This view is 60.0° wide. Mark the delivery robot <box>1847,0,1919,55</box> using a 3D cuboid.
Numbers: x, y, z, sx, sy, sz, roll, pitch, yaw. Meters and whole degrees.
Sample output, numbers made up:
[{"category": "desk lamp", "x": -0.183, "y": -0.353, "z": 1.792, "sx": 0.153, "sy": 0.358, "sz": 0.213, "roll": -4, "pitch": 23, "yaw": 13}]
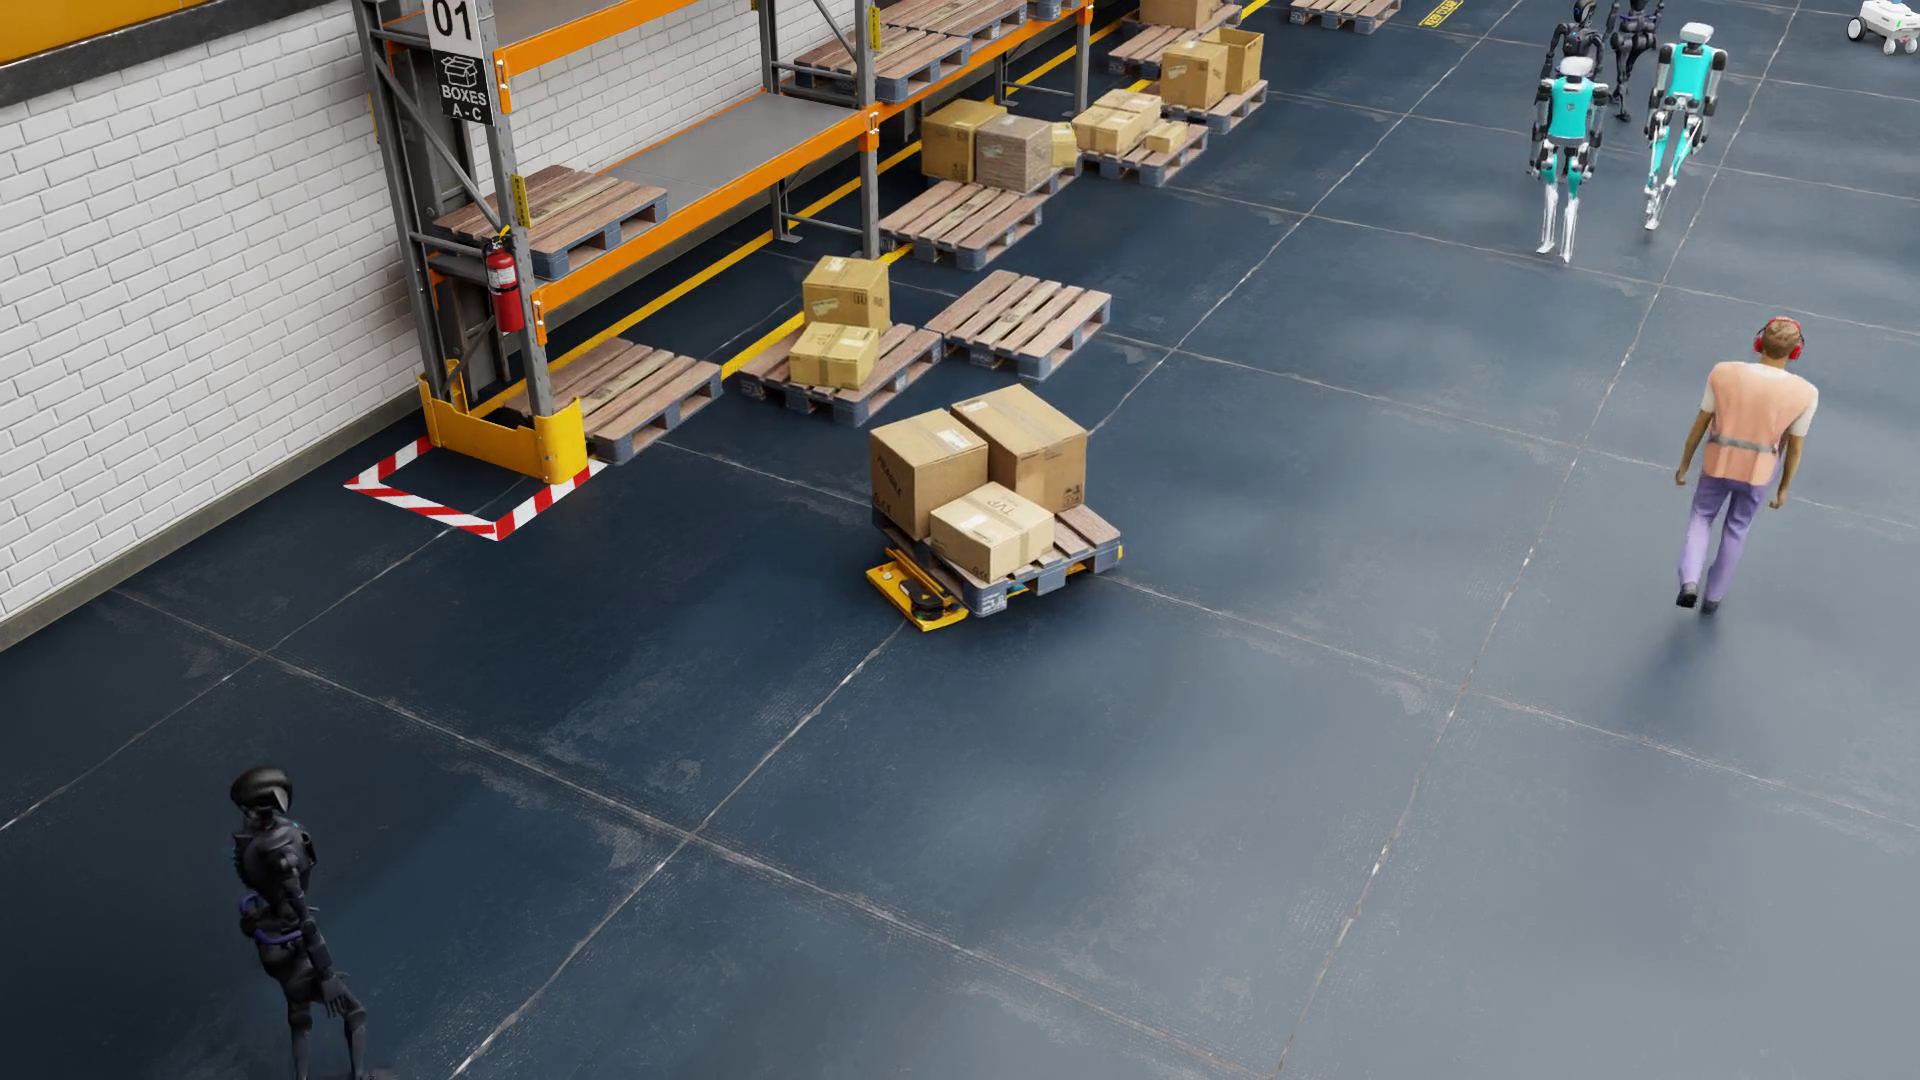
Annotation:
[{"category": "delivery robot", "x": 10.429, "y": -5.806, "z": 18.691, "sx": 0.499, "sy": 0.614, "sz": 0.808, "roll": -5, "pitch": 34, "yaw": -8}]

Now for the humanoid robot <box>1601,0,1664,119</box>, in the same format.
[{"category": "humanoid robot", "x": 6.712, "y": -5.084, "z": 16.613, "sx": 0.598, "sy": 1.628, "sz": 0.786, "roll": -4, "pitch": 34, "yaw": -6}]

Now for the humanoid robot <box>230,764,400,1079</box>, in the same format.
[{"category": "humanoid robot", "x": -2.598, "y": 1.561, "z": 6.517, "sx": 0.510, "sy": 1.646, "sz": 0.602, "roll": -24, "pitch": 40, "yaw": -32}]

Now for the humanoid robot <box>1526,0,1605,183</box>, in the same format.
[{"category": "humanoid robot", "x": 5.503, "y": -4.063, "z": 15.005, "sx": 0.315, "sy": 1.657, "sz": 0.599, "roll": -24, "pitch": 40, "yaw": -31}]

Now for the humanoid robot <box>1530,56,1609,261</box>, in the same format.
[{"category": "humanoid robot", "x": 4.911, "y": -3.120, "z": 13.559, "sx": 0.563, "sy": 1.788, "sz": 0.807, "roll": 13, "pitch": 36, "yaw": 18}]

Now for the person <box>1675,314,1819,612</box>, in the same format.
[{"category": "person", "x": 4.330, "y": -0.365, "z": 9.290, "sx": 0.599, "sy": 1.816, "sz": 0.533, "roll": 15, "pitch": 36, "yaw": 22}]

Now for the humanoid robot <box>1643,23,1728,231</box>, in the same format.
[{"category": "humanoid robot", "x": 5.967, "y": -3.397, "z": 13.941, "sx": 0.551, "sy": 1.726, "sz": 1.012, "roll": 19, "pitch": 38, "yaw": 26}]

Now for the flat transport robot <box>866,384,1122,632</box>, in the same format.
[{"category": "flat transport robot", "x": 0.213, "y": 0.106, "z": 9.988, "sx": 1.431, "sy": 0.231, "sz": 0.659, "roll": -20, "pitch": 38, "yaw": -27}]
